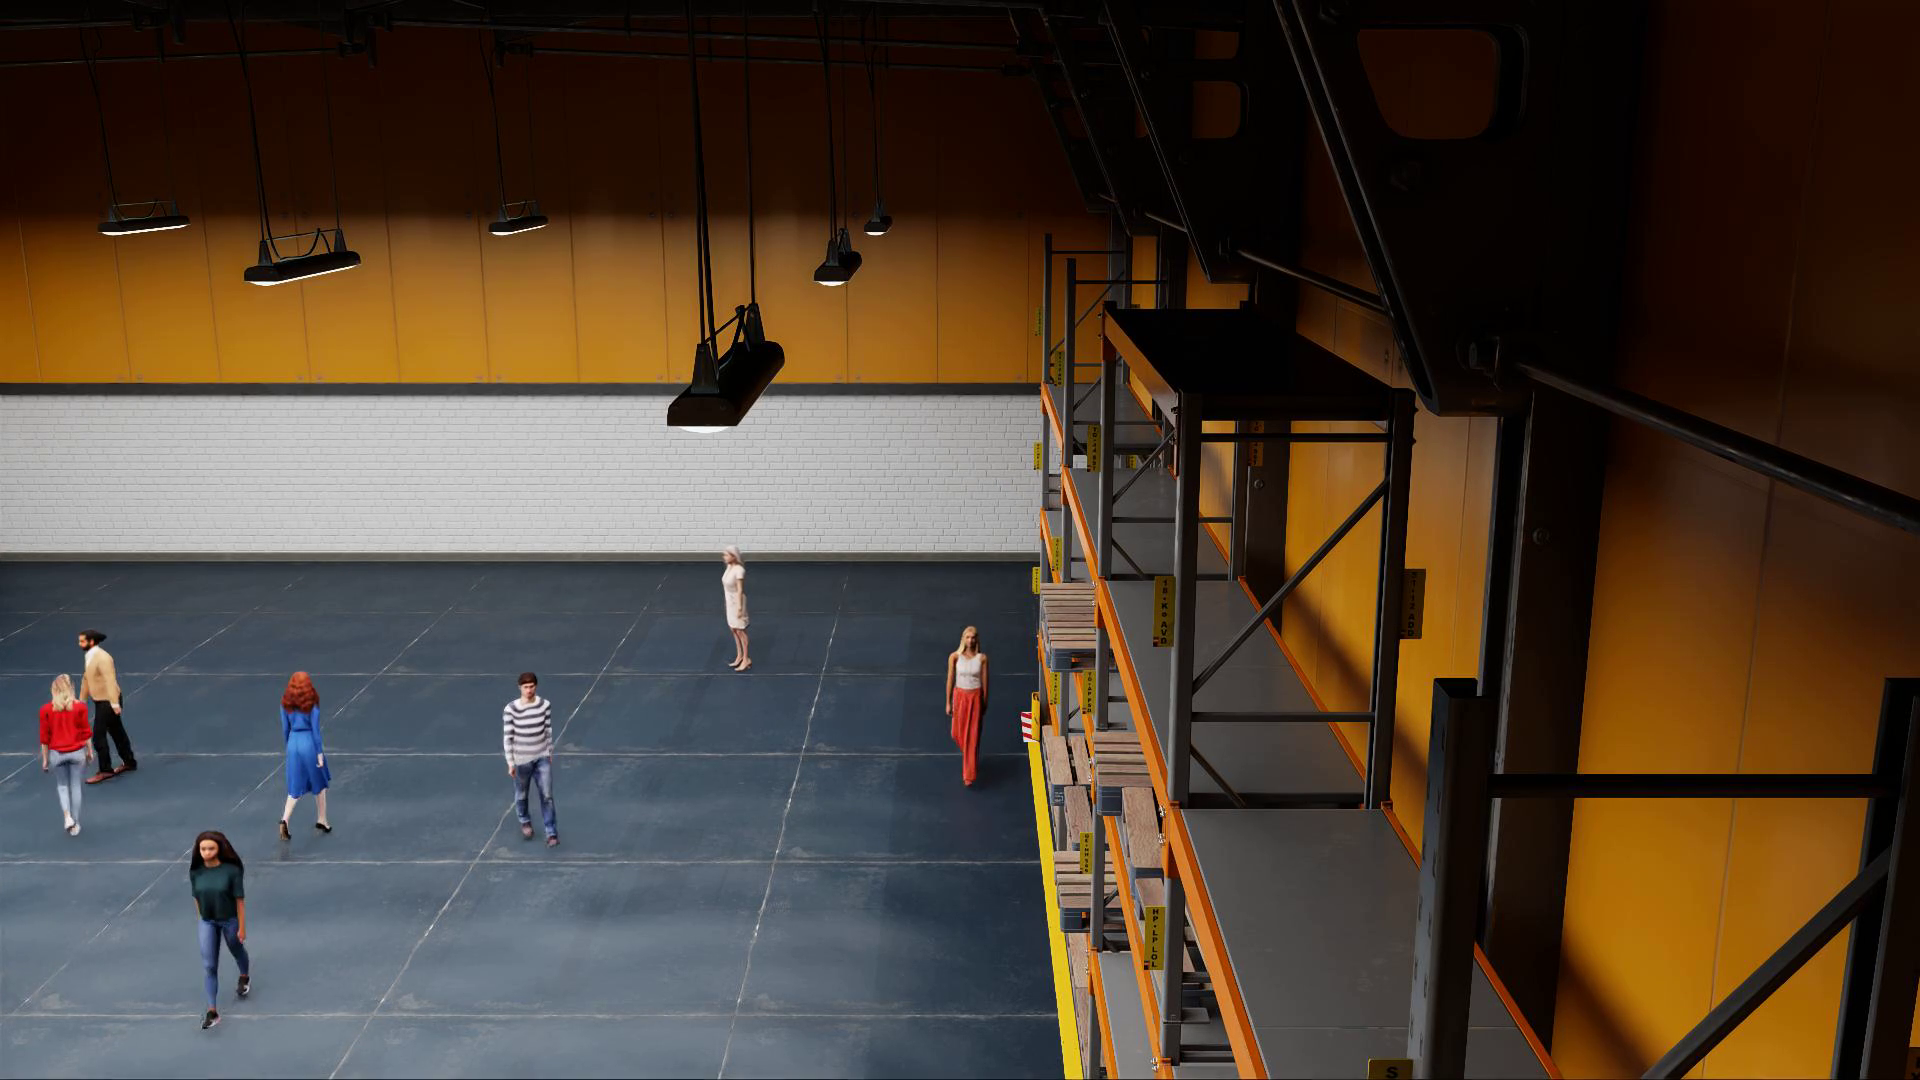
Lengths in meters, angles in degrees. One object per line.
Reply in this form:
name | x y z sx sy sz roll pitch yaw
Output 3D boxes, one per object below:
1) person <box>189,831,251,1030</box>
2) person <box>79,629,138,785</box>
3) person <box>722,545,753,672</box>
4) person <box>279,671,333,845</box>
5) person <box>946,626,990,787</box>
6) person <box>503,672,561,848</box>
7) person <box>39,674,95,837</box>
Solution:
person | -6.063 3.129 13.734 0.676 1.565 1.119 -2 14 -7
person | -9.547 1.822 18.783 0.978 1.729 0.928 -13 18 -42
person | -3.016 0.914 22.527 0.748 1.732 0.648 -8 16 -28
person | -6.714 2.246 16.870 0.725 1.805 1.053 2 14 10
person | 0.090 1.821 18.690 0.701 1.777 1.116 1 14 5
person | -4.418 2.212 17.009 0.965 1.808 1.227 -6 15 -22
person | -9.199 2.248 17.126 0.751 1.682 0.759 -8 16 -28
